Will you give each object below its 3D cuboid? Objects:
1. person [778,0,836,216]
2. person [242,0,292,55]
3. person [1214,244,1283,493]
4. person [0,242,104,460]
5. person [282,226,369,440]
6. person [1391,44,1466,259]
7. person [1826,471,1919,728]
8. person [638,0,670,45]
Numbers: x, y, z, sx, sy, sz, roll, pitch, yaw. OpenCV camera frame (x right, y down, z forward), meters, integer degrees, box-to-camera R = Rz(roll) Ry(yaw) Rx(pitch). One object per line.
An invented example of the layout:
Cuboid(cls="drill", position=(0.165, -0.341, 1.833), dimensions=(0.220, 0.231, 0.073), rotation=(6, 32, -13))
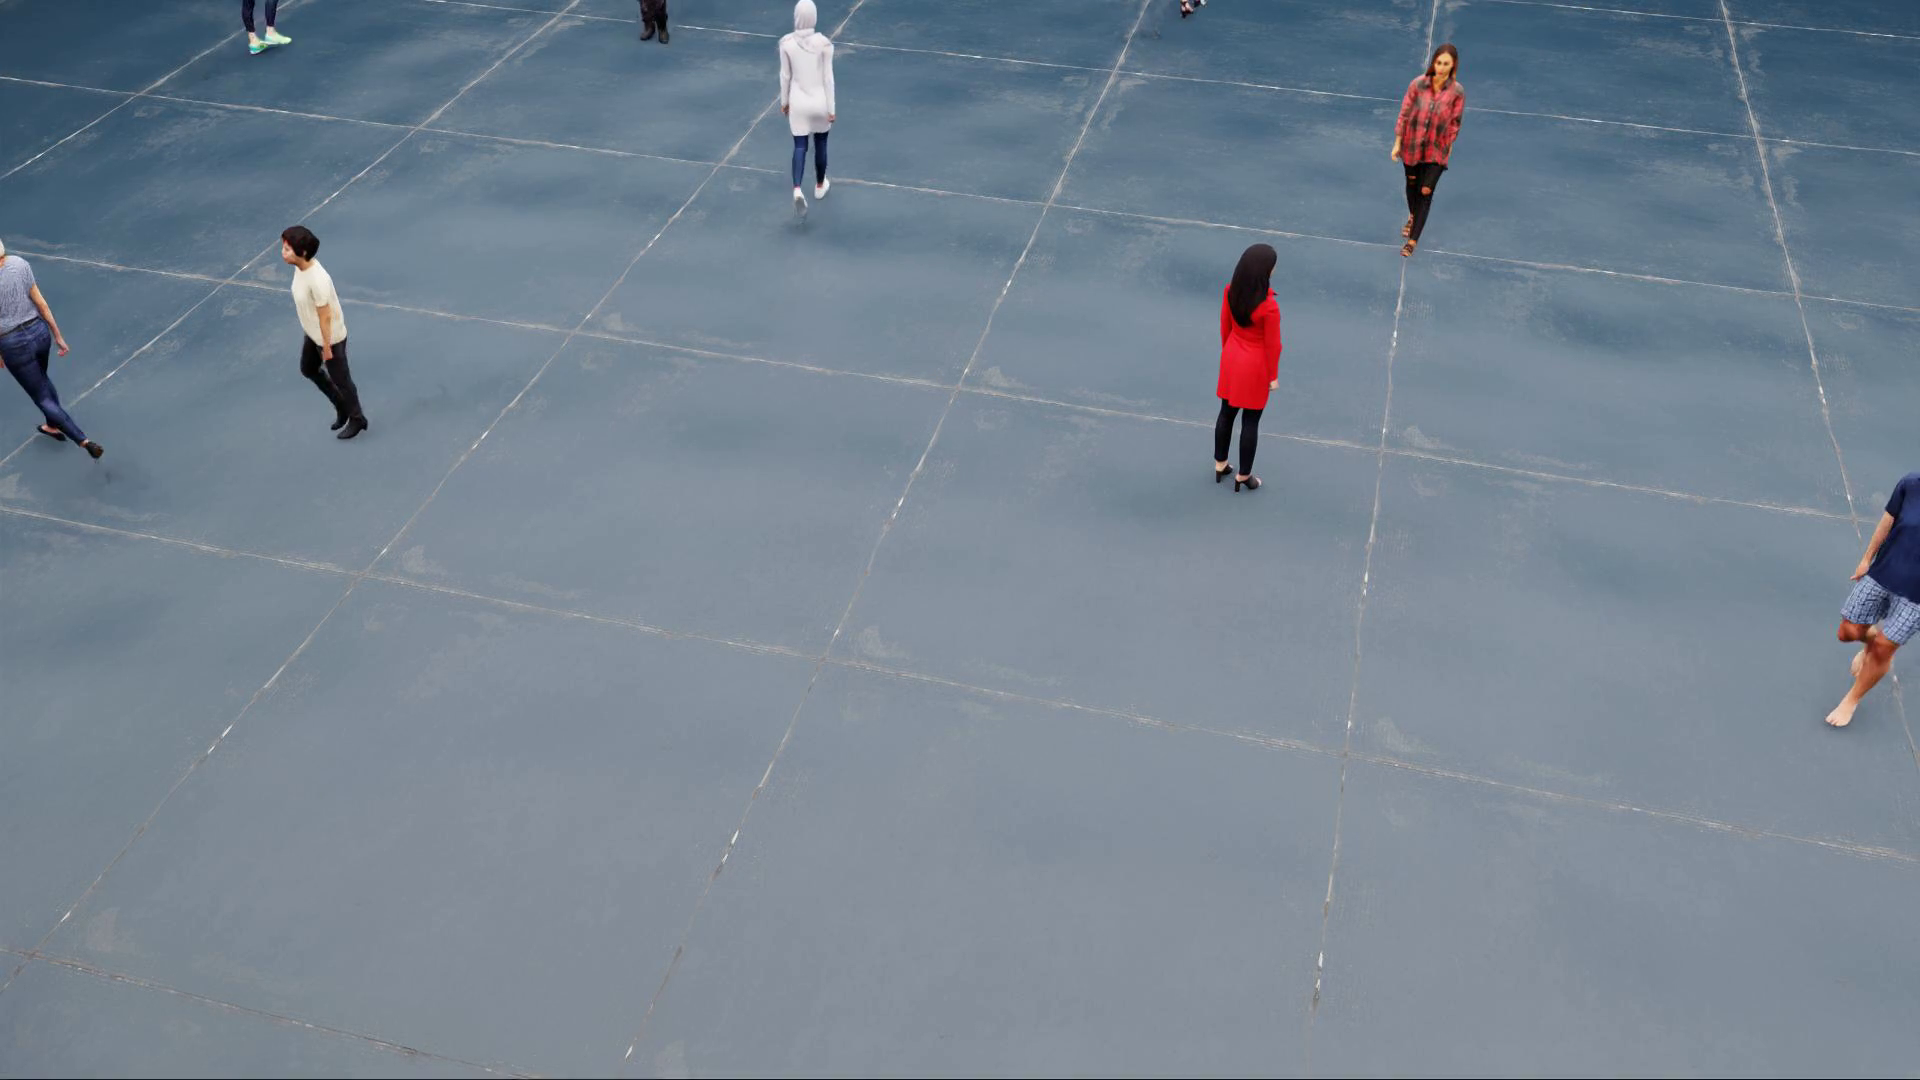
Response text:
Cuboid(cls="person", position=(-1.253, -3.510, 13.619), dimensions=(0.705, 1.754, 1.062), rotation=(5, 38, 7))
Cuboid(cls="person", position=(-7.107, -5.613, 16.362), dimensions=(0.722, 1.687, 0.749), rotation=(24, 44, 27))
Cuboid(cls="person", position=(1.812, -1.081, 10.517), dimensions=(0.768, 1.751, 0.728), rotation=(-29, 46, -32))
Cuboid(cls="person", position=(-6.005, -1.235, 10.771), dimensions=(0.892, 1.681, 1.077), rotation=(26, 45, 29))
Cuboid(cls="person", position=(-4.146, -1.377, 11.036), dimensions=(0.737, 1.578, 0.695), rotation=(-23, 44, -27))
Cuboid(cls="person", position=(3.698, -3.126, 13.202), dimensions=(0.783, 1.664, 1.089), rotation=(19, 42, 22))
Cuboid(cls="person", position=(5.054, 0.182, 8.838), dimensions=(0.981, 1.831, 0.879), rotation=(-29, 46, -31))
Cuboid(cls="person", position=(-3.174, -5.981, 16.731), dimensions=(0.736, 1.812, 0.717), rotation=(6, 38, 7))
